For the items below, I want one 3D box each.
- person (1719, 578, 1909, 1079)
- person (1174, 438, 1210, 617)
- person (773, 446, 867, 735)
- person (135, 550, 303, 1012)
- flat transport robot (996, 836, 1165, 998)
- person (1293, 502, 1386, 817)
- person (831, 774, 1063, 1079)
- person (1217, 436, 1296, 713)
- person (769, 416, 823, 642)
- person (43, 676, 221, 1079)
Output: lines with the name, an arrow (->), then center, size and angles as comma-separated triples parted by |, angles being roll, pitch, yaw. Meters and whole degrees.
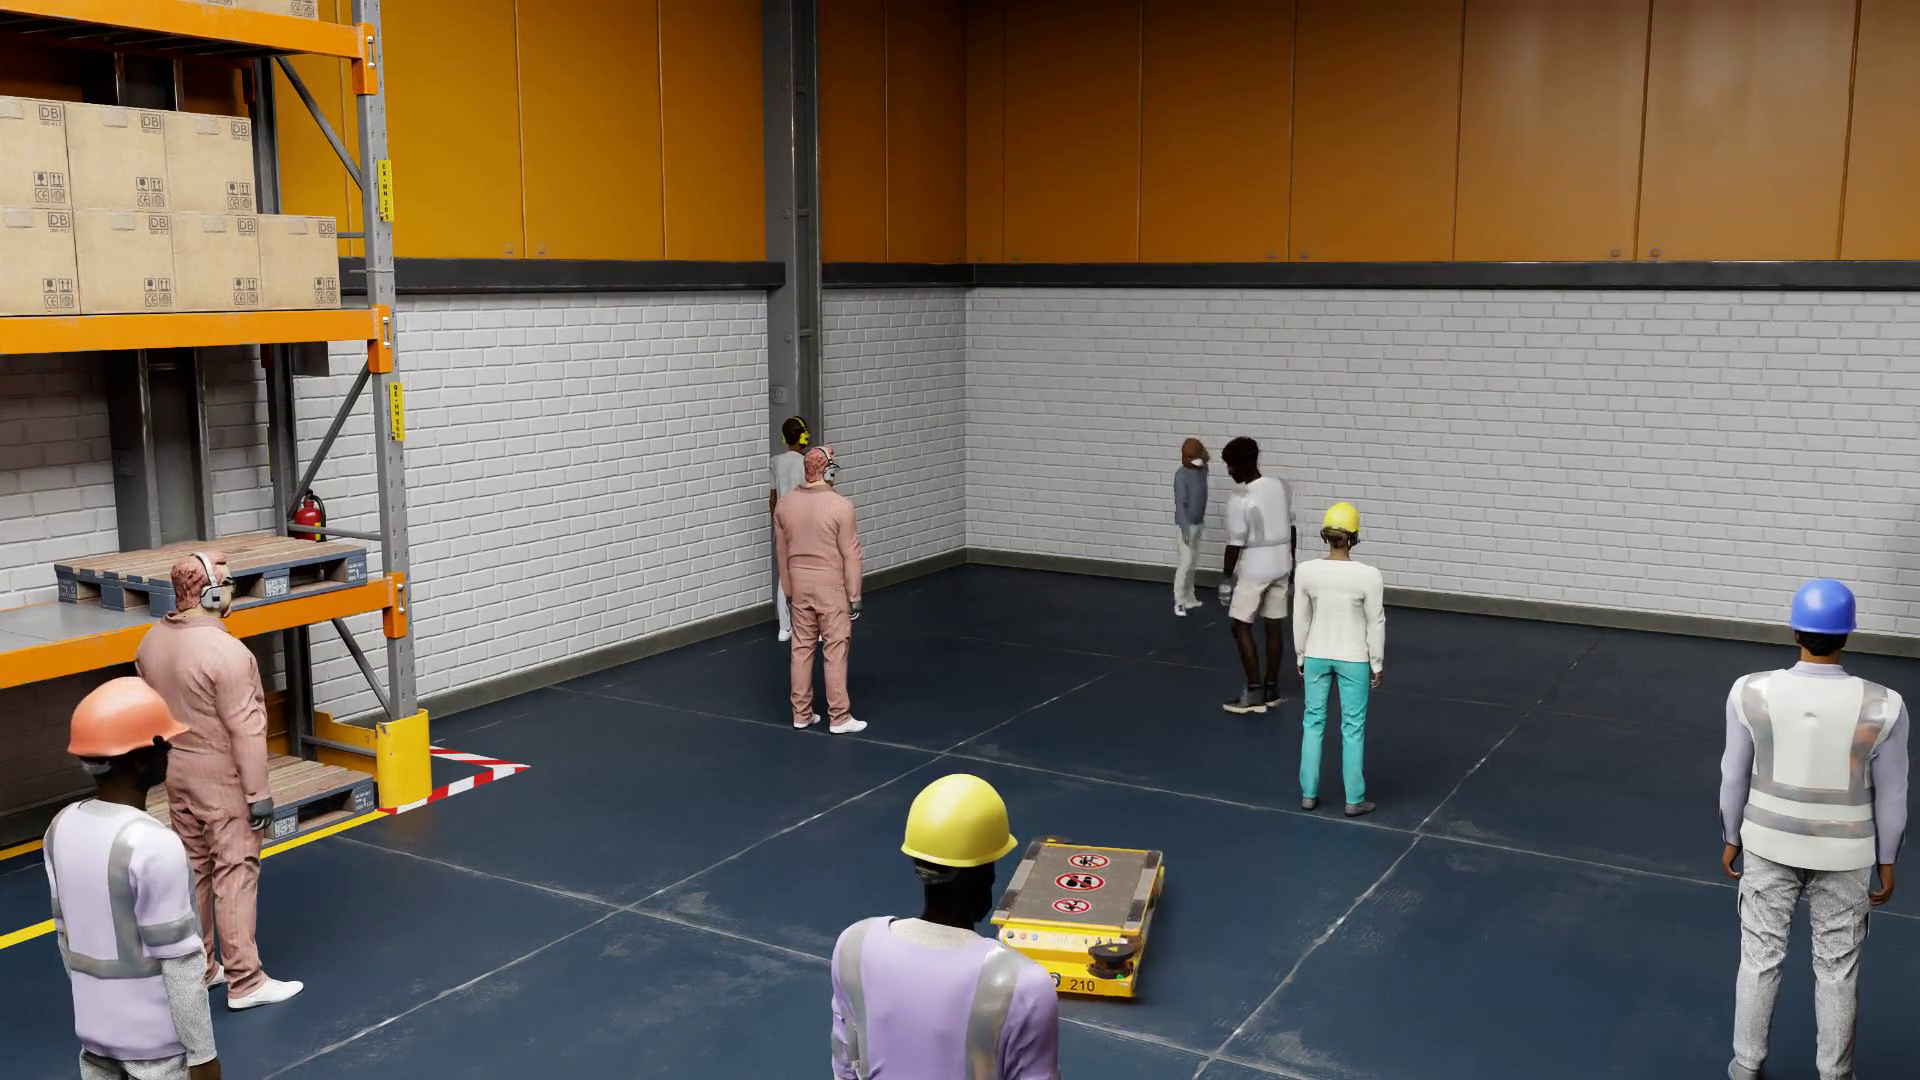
person -> 3.067, 1.103, 6.017 | 0.605, 1.950, 0.380 | 5, 10, 30
person -> 2.104, -0.128, 14.807 | 0.334, 1.598, 0.652 | 6, 11, 35
person -> -0.902, 0.332, 10.966 | 0.643, 1.909, 0.410 | 5, 10, 30
person -> -3.061, 0.988, 6.870 | 0.643, 1.909, 0.410 | 5, 10, 30
flat transport robot -> 0.545, 1.685, 7.613 | 0.652, 0.197, 1.431 | 2, 9, 12
person -> 2.116, 0.667, 9.309 | 0.525, 1.772, 0.304 | 5, 10, 30
person -> -0.015, 1.472, 3.788 | 0.587, 1.927, 0.364 | 5, 10, 30
person -> 2.087, 0.236, 11.544 | 0.701, 1.924, 0.382 | -6, 11, -34
person -> -1.327, -0.083, 13.662 | 0.513, 1.876, 0.328 | 5, 10, 30
person -> -2.252, 1.333, 4.613 | 0.545, 1.942, 0.349 | 5, 10, 30
